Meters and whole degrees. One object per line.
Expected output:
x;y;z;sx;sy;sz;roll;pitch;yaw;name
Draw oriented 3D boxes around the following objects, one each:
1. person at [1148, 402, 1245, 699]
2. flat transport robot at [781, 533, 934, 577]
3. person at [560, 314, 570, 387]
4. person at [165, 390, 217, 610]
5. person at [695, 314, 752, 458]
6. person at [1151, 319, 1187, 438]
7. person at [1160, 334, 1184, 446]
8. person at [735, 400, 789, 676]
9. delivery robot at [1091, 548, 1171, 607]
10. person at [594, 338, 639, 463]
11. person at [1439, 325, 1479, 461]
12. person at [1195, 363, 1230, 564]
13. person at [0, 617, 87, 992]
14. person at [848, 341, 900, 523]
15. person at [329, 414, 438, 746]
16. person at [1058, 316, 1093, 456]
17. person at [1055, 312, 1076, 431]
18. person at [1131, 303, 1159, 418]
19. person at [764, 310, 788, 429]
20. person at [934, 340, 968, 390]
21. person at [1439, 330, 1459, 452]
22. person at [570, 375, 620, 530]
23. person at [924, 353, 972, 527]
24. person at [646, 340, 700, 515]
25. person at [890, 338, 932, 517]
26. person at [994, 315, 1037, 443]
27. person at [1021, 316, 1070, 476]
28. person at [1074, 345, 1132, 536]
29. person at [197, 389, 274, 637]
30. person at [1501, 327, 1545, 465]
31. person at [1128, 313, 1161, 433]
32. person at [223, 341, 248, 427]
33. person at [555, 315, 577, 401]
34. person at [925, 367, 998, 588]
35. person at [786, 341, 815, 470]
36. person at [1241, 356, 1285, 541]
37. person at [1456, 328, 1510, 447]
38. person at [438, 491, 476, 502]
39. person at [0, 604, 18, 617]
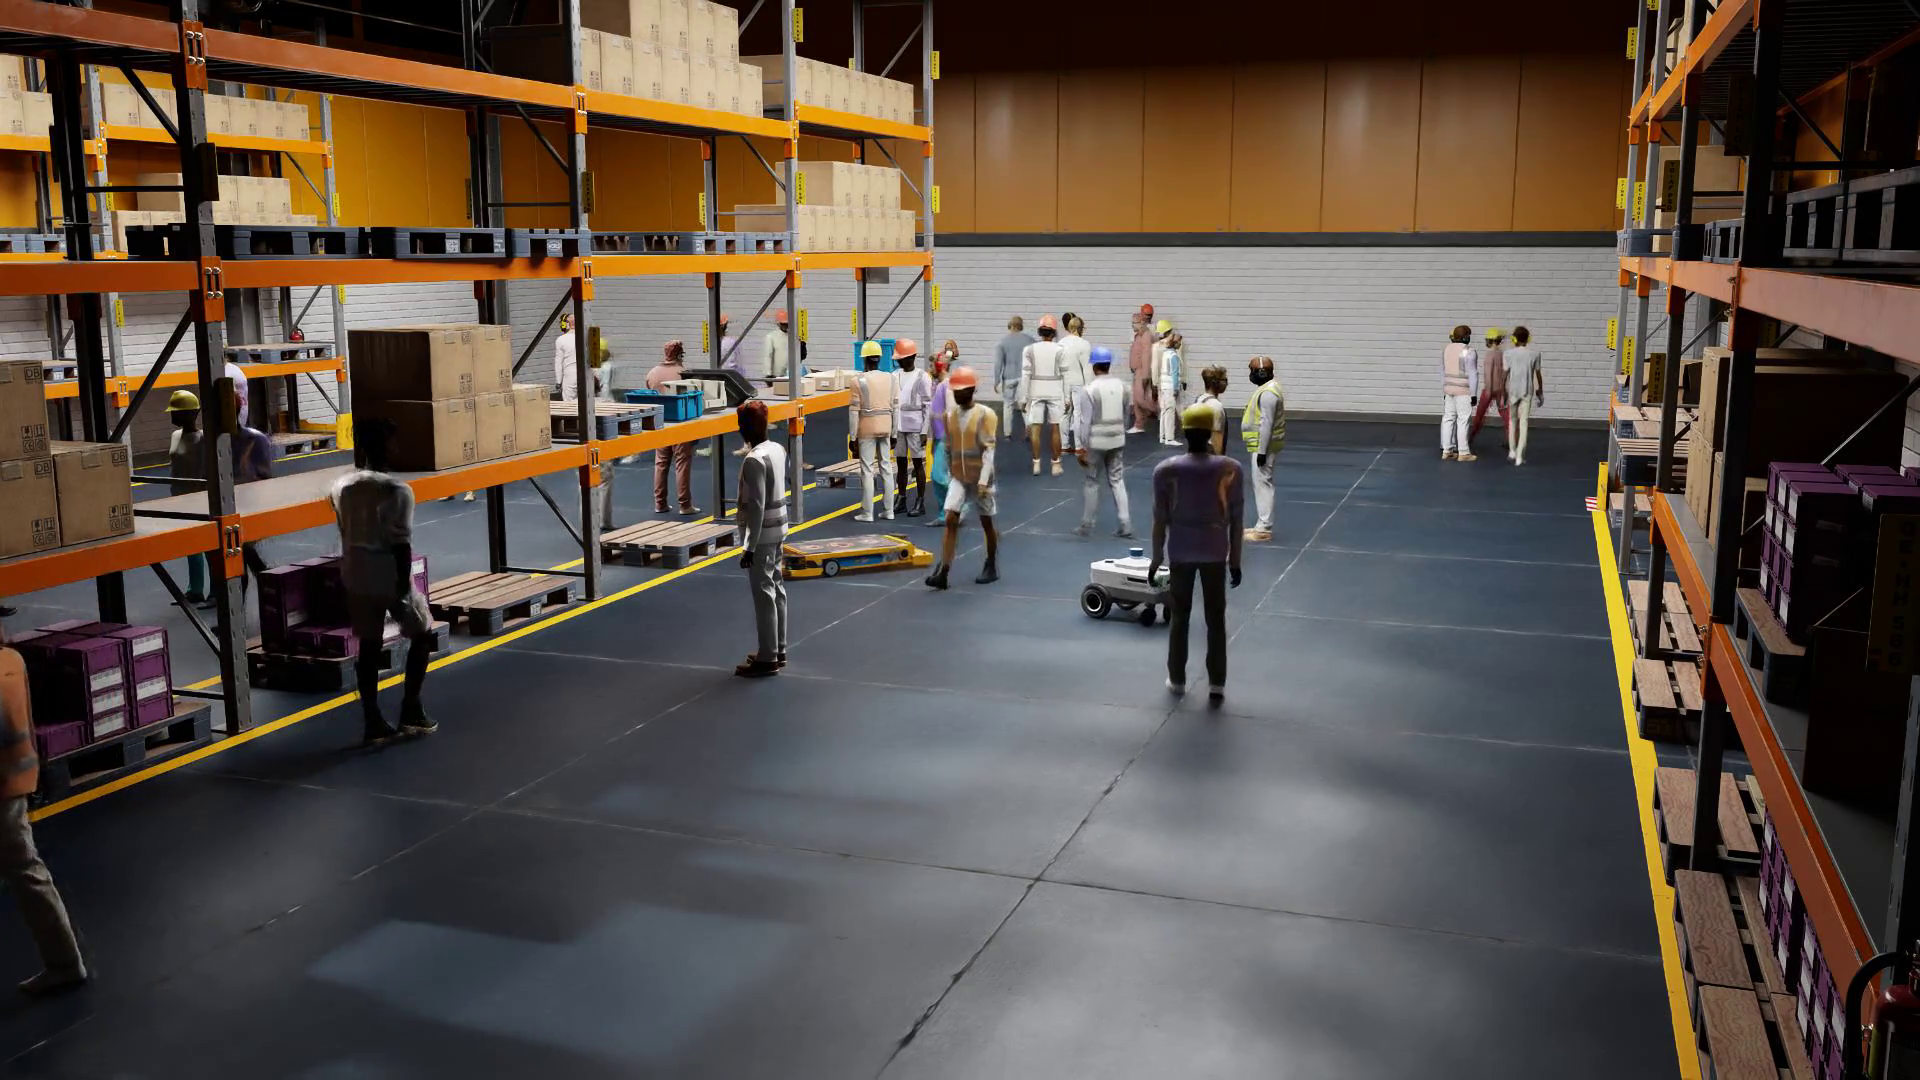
1.532;0.074;10.767;0.603;1.934;0.396;1;10;4;person
-1.020;0.126;15.090;1.431;0.197;0.652;-6;12;-30;flat transport robot
-6.020;-2.550;25.663;0.333;1.872;0.515;3;11;19;person
-6.193;-0.324;13.419;0.522;1.769;0.311;6;12;30;person
-3.279;-2.124;22.899;0.961;1.992;0.621;-3;11;-18;person
3.161;-2.410;25.065;0.614;1.808;0.570;-7;12;-34;person
3.093;-2.200;24.353;0.315;1.636;0.515;-1;10;-8;person
-1.357;-0.014;11.332;0.355;1.887;0.574;2;10;11;person
1.380;0.304;13.025;0.707;0.478;0.477;8;13;39;delivery robot
-4.722;-1.837;22.121;0.922;1.698;0.496;-7;12;-34;person
6.811;-2.000;22.637;0.429;1.847;0.627;-6;12;-29;person
2.302;-0.699;15.306;0.327;1.844;0.513;-3;10;-15;person
-3.849;0.992;6.454;0.825;1.599;0.537;-1;10;-7;person
-0.922;-1.144;17.623;0.589;1.919;0.399;-7;12;-34;person
-3.377;0.229;9.799;0.616;1.940;0.582;3;11;19;person
1.600;-2.132;23.118;0.372;1.939;0.631;-9;14;-43;person
1.702;-2.659;26.291;0.316;1.868;0.532;-7;12;-36;person
3.151;-3.022;28.129;0.543;1.939;0.360;-2;10;-13;person
-2.820;-2.649;26.094;0.626;1.924;1.104;-7;12;-35;person
-0.142;-1.934;22.855;0.498;1.634;0.281;0;10;2;person
7.034;-2.127;23.575;0.319;1.766;0.534;-1;10;-8;person
-3.755;-0.891;17.034;0.558;1.632;0.317;0;10;0;person
-0.148;-1.026;17.264;0.422;1.812;0.620;-2;10;-11;person
-3.097;-1.223;18.130;0.638;1.899;0.395;5;11;27;person
-0.568;-1.208;17.944;0.542;1.927;0.374;7;12;36;person
0.849;-2.372;24.602;0.664;1.904;0.854;-2;10;-9;person
1.091;-1.819;21.139;0.629;2.042;0.560;2;10;11;person
1.442;-0.978;16.651;0.618;1.951;0.486;-6;12;-30;person
-5.493;-0.252;12.690;0.547;1.886;1.025;2;10;13;person
7.573;-1.947;22.385;0.559;1.821;0.931;4;11;22;person
2.894;-2.570;25.734;0.608;1.881;0.672;-1;10;-3;person
-7.887;-1.192;17.821;0.630;1.940;0.370;5;11;25;person
-5.701;-2.387;24.685;0.649;1.896;0.400;-7;12;-35;person
0.043;-0.516;14.144;0.559;1.889;0.945;6;12;29;person
-2.103;-1.761;21.710;0.319;1.696;0.532;-4;11;-23;person
3.009;-0.910;16.546;0.429;1.830;0.638;1;10;8;person
7.739;-2.219;24.221;0.542;1.708;0.928;-8;13;-38;person
-5.748;-1.275;18.964;0.535;1.699;0.318;2;10;10;person
-7.731;-0.198;12.657;0.594;1.792;0.927;6;12;32;person
